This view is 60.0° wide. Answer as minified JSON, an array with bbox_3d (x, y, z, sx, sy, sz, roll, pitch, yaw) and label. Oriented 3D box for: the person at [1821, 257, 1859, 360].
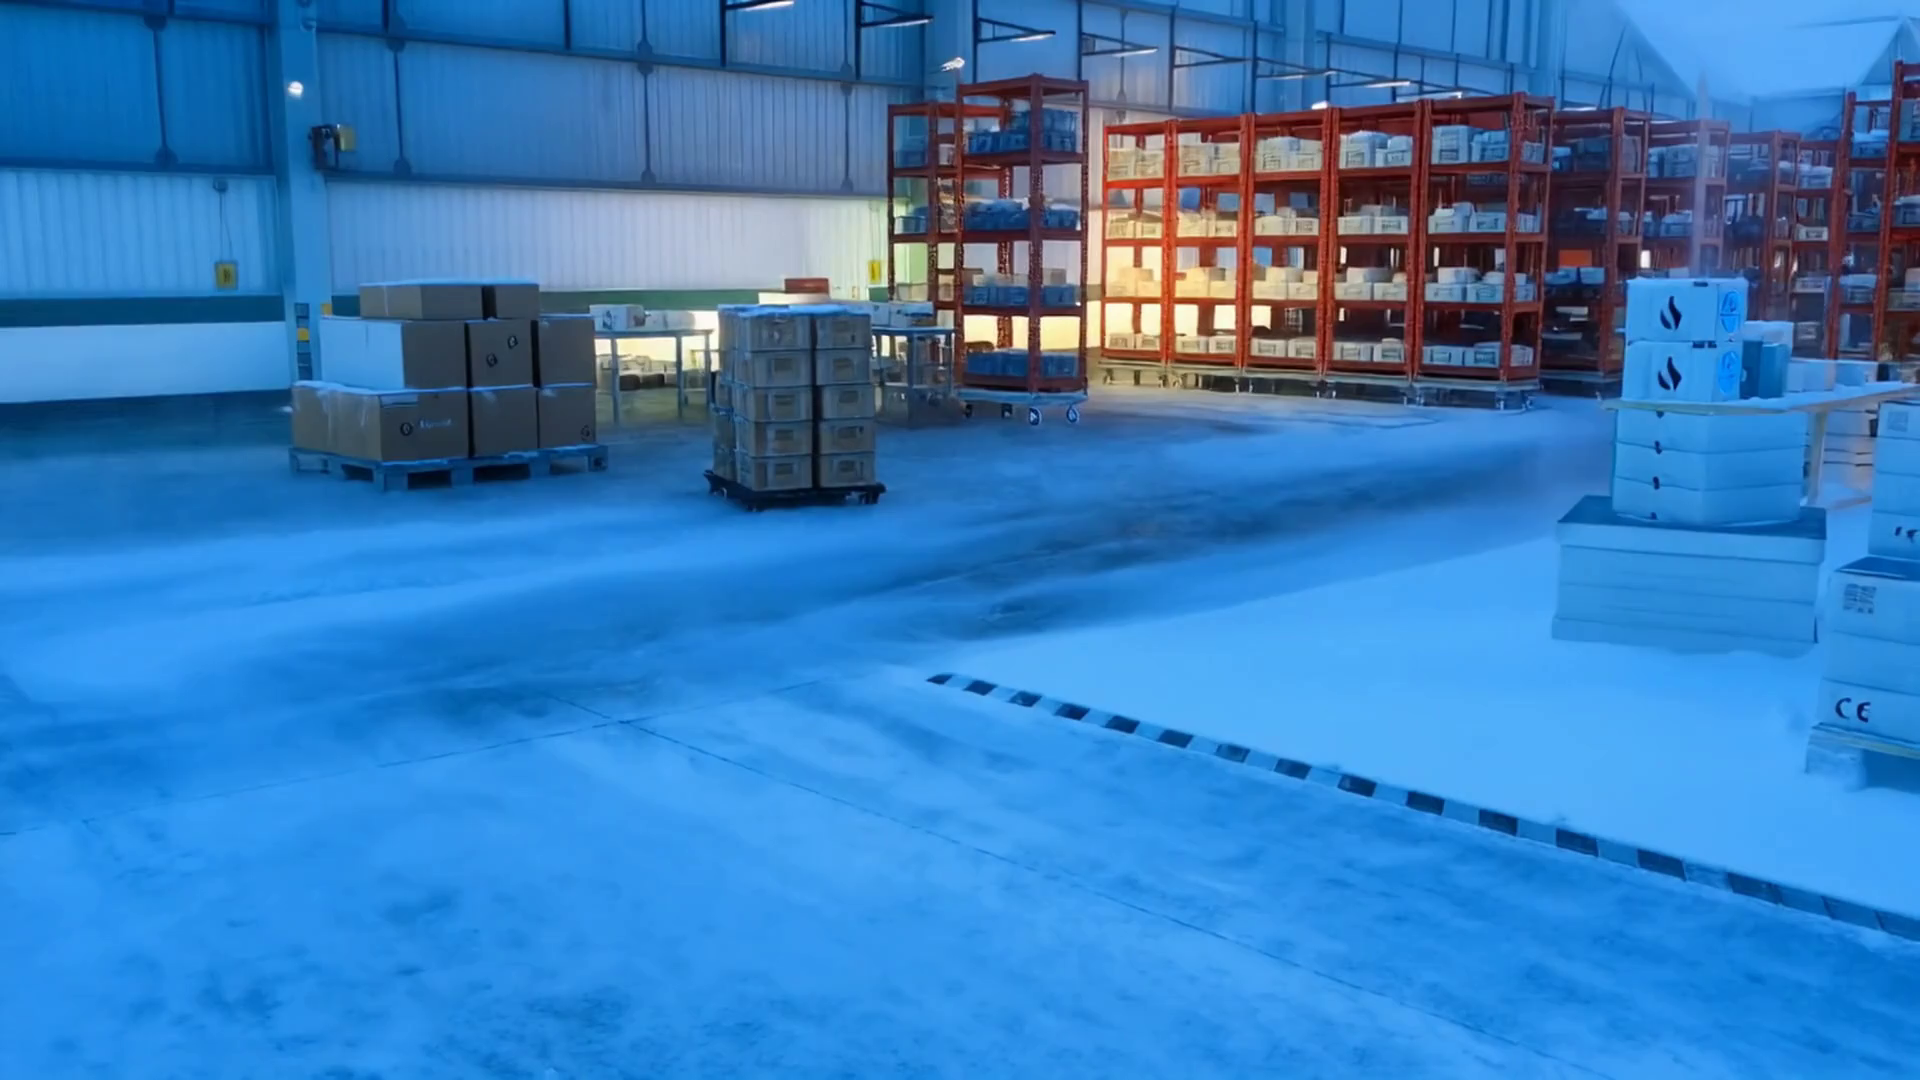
[{"bbox_3d":[13.109,-3.293,24.711,0.912,1.779,0.600,-9,13,-43],"label":"person"}]
